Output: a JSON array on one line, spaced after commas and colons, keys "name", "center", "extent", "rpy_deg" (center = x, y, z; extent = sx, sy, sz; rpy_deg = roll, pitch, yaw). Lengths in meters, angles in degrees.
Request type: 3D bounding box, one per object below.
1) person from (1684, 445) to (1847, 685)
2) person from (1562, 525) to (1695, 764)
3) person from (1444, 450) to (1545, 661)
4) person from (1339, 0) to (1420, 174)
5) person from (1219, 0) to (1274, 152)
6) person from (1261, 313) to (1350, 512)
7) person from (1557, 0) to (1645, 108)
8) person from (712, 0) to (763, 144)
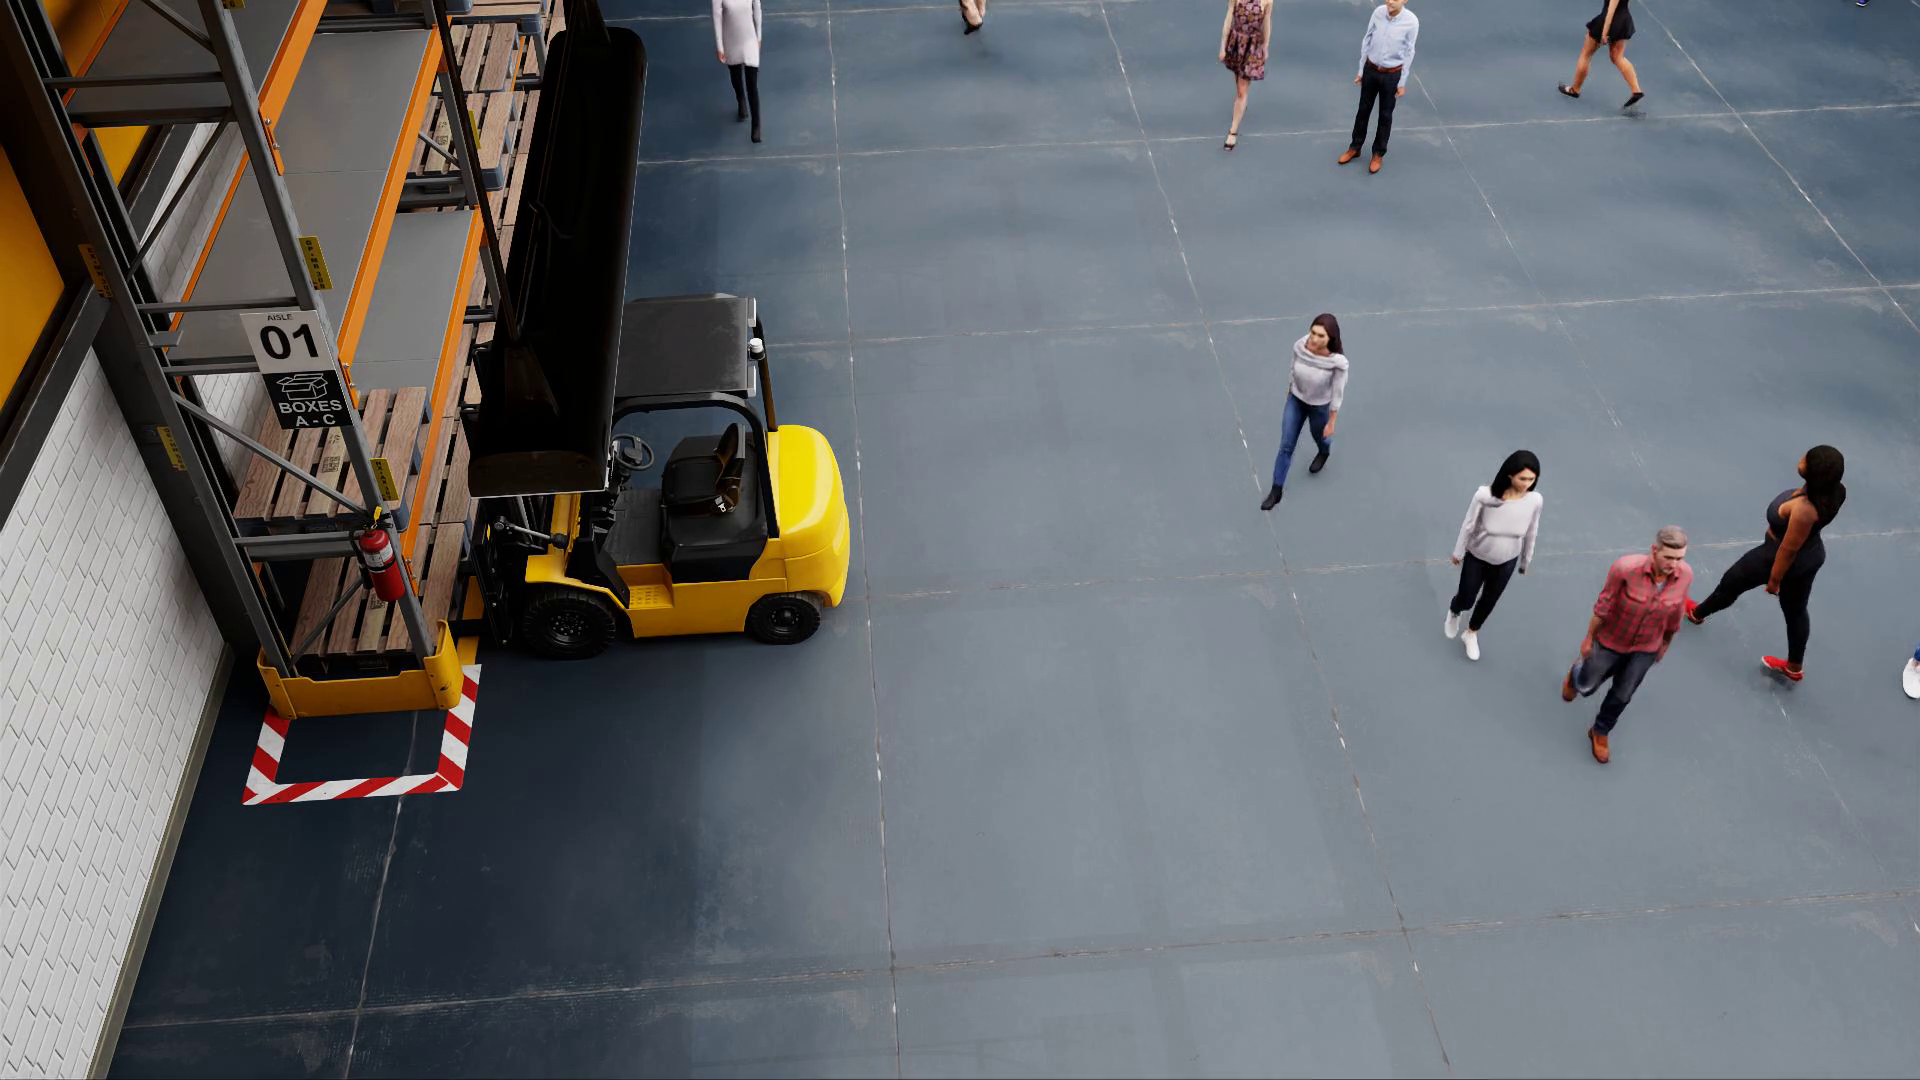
[{"name": "person", "center": [5.369, 0.187, 10.654], "extent": [1.061, 1.758, 1.315], "rpy_deg": [-25, 49, -24]}, {"name": "person", "center": [4.083, 0.547, 10.233], "extent": [0.795, 1.818, 0.945], "rpy_deg": [4, 44, 4]}, {"name": "person", "center": [3.457, 0.042, 10.852], "extent": [0.668, 1.695, 0.637], "rpy_deg": [1, 44, 1]}, {"name": "person", "center": [3.888, -4.278, 15.316], "extent": [0.734, 1.792, 0.767], "rpy_deg": [24, 48, 23]}, {"name": "person", "center": [2.711, -4.655, 15.759], "extent": [0.975, 1.727, 1.252], "rpy_deg": [15, 46, 15]}, {"name": "person", "center": [2.579, -0.989, 12.012], "extent": [1.059, 1.588, 1.124], "rpy_deg": [30, 51, 28]}, {"name": "person", "center": [6.410, -4.970, 16.147], "extent": [0.982, 1.648, 1.107], "rpy_deg": [-34, 53, -30]}, {"name": "person", "center": [-2.108, -4.747, 15.838], "extent": [0.625, 1.751, 1.144], "rpy_deg": [-5, 44, -5]}]
